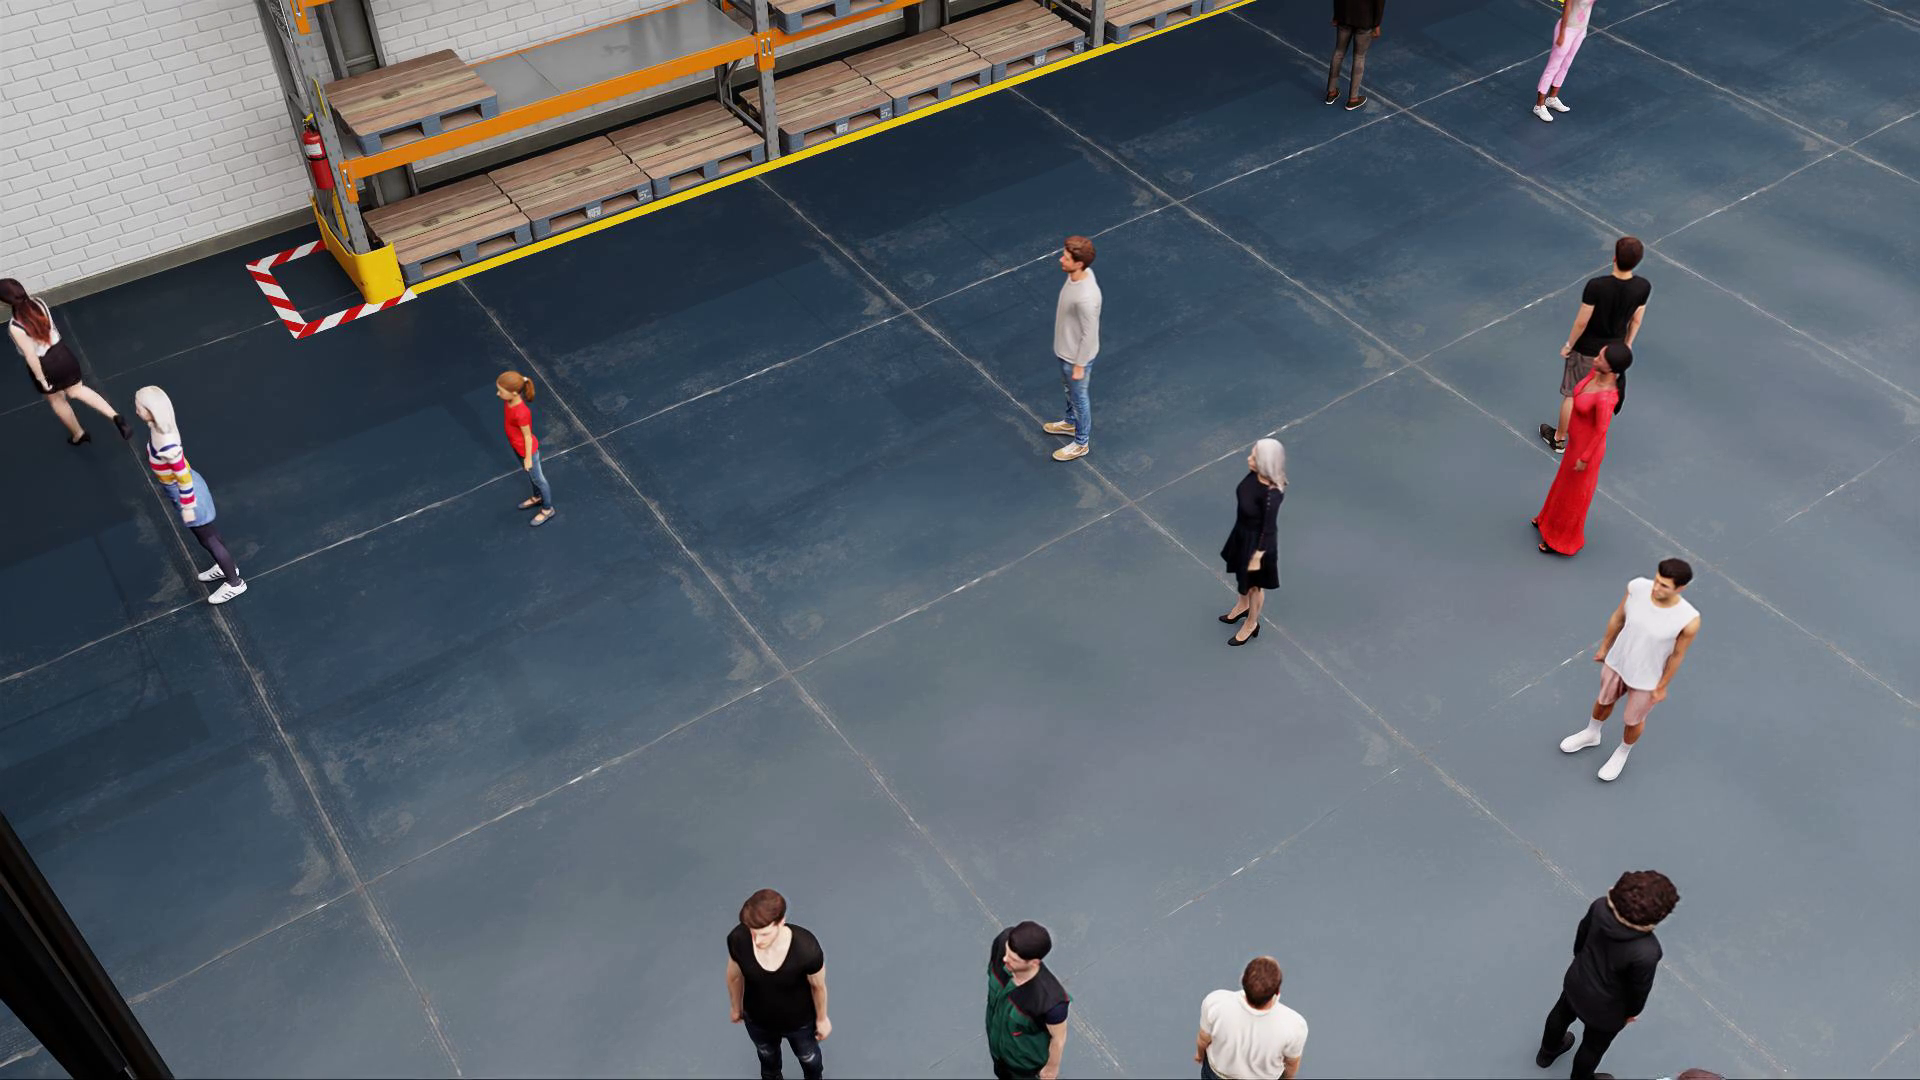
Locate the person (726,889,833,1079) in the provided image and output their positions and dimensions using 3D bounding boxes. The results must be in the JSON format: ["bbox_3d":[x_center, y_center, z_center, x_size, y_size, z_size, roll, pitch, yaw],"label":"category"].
[{"bbox_3d":[-0.905,2.354,8.396,0.756,1.896,0.812,7,44,8],"label":"person"}]

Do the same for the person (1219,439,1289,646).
[{"bbox_3d":[1.929,0.013,10.962,0.713,1.746,0.696,-5,44,-5],"label":"person"}]

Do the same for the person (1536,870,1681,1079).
[{"bbox_3d":[3.304,2.286,8.551,0.659,1.781,0.669,-16,46,-17],"label":"person"}]

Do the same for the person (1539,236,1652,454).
[{"bbox_3d":[4.758,-1.443,12.407,0.704,1.860,0.828,-2,44,-3],"label":"person"}]

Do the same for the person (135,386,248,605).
[{"bbox_3d":[-5.230,-0.323,11.270,0.538,1.808,0.669,-22,48,-21],"label":"person"}]

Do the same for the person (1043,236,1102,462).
[{"bbox_3d":[0.864,-1.432,12.366,0.728,1.902,0.751,-6,44,-7],"label":"person"}]

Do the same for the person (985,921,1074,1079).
[{"bbox_3d":[0.318,2.473,8.269,0.544,1.900,0.680,-25,49,-24],"label":"person"}]

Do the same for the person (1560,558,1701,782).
[{"bbox_3d":[4.147,0.762,10.147,0.535,1.786,0.637,-27,50,-25],"label":"person"}]

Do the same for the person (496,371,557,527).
[{"bbox_3d":[-3.135,-0.686,12.012,0.504,1.311,0.485,-23,48,-22],"label":"person"}]

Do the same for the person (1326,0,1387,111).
[{"bbox_3d":[3.883,-5.110,16.301,0.727,1.800,0.664,27,50,25],"label":"person"}]

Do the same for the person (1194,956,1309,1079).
[{"bbox_3d":[1.377,2.622,8.144,0.751,1.856,0.775,14,45,14],"label":"person"}]

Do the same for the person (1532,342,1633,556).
[{"bbox_3d":[4.364,-0.642,11.622,0.783,1.784,0.733,4,44,4],"label":"person"}]

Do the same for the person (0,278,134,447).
[{"bbox_3d":[-6.689,-1.272,12.399,0.955,1.625,0.920,10,45,11],"label":"person"}]

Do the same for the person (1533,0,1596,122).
[{"bbox_3d":[5.938,-4.961,16.187,0.470,1.741,0.642,-30,51,-28],"label":"person"}]
